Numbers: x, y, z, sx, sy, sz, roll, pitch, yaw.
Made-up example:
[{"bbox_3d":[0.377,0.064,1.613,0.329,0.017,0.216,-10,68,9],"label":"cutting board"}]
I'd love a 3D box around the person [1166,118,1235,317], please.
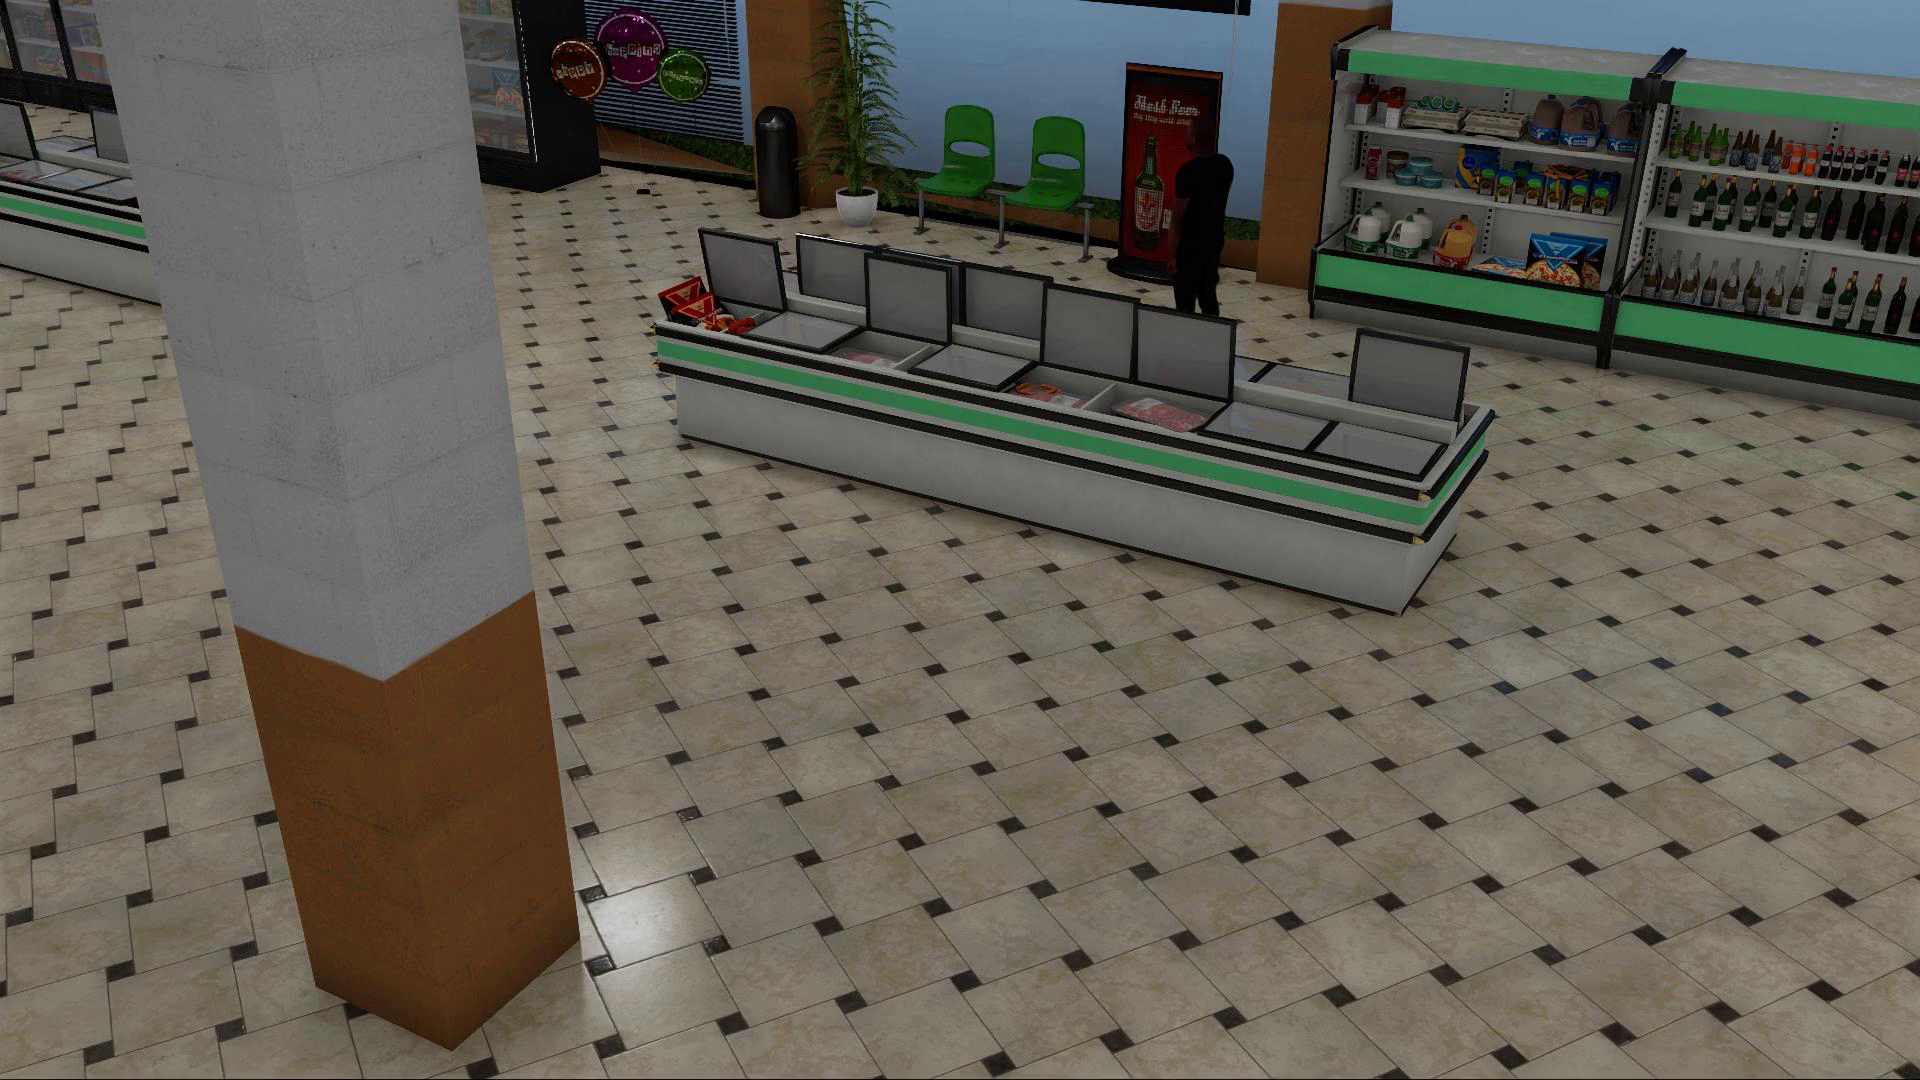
[{"bbox_3d":[1.653,-2.007,11.510,0.736,1.816,0.697,-19,32,-32],"label":"person"}]
